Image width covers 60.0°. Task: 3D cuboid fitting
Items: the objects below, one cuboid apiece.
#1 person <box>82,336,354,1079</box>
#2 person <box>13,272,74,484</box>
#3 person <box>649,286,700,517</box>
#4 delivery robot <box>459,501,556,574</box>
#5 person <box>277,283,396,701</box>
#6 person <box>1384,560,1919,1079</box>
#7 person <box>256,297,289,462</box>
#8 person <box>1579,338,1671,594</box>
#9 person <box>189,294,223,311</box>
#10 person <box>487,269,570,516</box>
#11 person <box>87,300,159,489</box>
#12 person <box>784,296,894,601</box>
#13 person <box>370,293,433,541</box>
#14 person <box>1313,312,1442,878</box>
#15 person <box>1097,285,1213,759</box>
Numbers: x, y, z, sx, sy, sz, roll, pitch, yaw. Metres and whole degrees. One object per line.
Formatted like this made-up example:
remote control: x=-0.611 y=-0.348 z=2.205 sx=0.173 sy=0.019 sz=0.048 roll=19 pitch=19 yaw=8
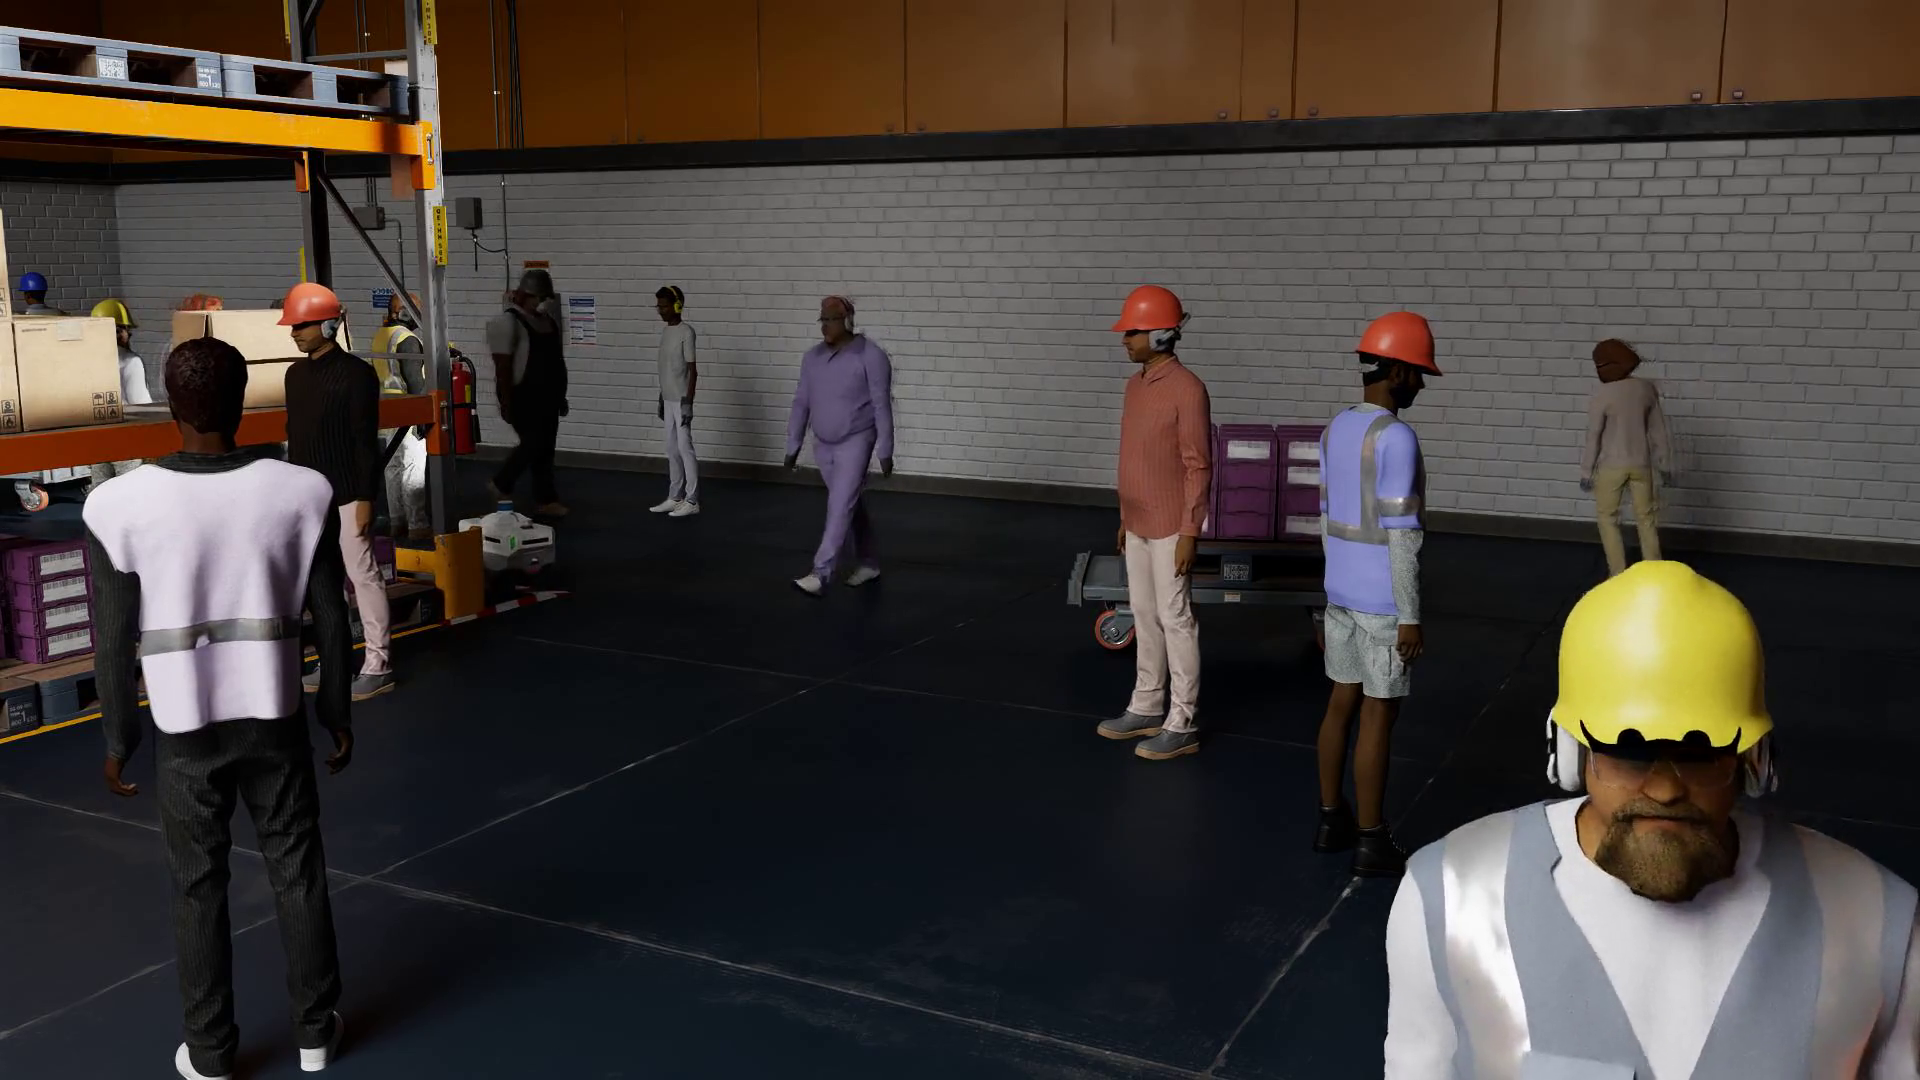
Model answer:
person: x=-1.845 y=0.452 z=4.214 sx=0.600 sy=1.917 sz=0.376 roll=-6 pitch=11 yaw=-29
person: x=-8.470 y=-1.492 z=15.381 sx=0.388 sy=1.948 sz=0.605 roll=5 pitch=11 yaw=25
person: x=-2.316 y=-1.123 z=13.492 sx=0.329 sy=1.865 sz=0.508 roll=-8 pitch=12 yaw=-37
delivery robot: x=-2.873 y=-0.006 z=10.535 sx=0.707 sy=0.478 sz=0.477 roll=10 pitch=14 yaw=44
person: x=-3.008 y=-0.226 z=7.946 sx=0.613 sy=1.986 sz=0.401 roll=5 pitch=11 yaw=29
person: x=0.781 y=0.895 z=1.960 sx=0.600 sy=1.807 sz=0.728 roll=2 pitch=10 yaw=14
person: x=-4.695 y=-0.758 z=11.513 sx=0.733 sy=1.815 sz=0.662 roll=0 pitch=10 yaw=1
person: x=4.122 y=-0.430 z=10.215 sx=0.644 sy=1.604 sz=0.391 roll=-2 pitch=10 yaw=-13
person: x=-5.374 y=-0.806 z=11.717 sx=0.940 sy=1.854 sz=0.573 roll=-5 pitch=11 yaw=-25
person: x=-3.423 y=-1.174 z=13.274 sx=0.619 sy=2.000 sz=0.745 roll=4 pitch=10 yaw=20
person: x=-5.440 y=-0.634 z=10.769 sx=0.587 sy=1.825 sz=0.404 roll=3 pitch=10 yaw=17
person: x=-0.791 y=-0.575 z=10.342 sx=0.675 sy=1.850 sz=1.002 roll=7 pitch=12 yaw=35
person: x=-4.106 y=-0.916 z=12.376 sx=0.429 sy=1.838 sz=0.621 roll=-9 pitch=13 yaw=-42
person: x=1.442 y=0.188 z=5.714 sx=0.372 sy=1.928 sz=0.543 roll=-3 pitch=10 yaw=-15
person: x=0.826 y=-0.074 z=7.042 sx=0.393 sy=1.990 sz=0.616 roll=-4 pitch=11 yaw=-21
